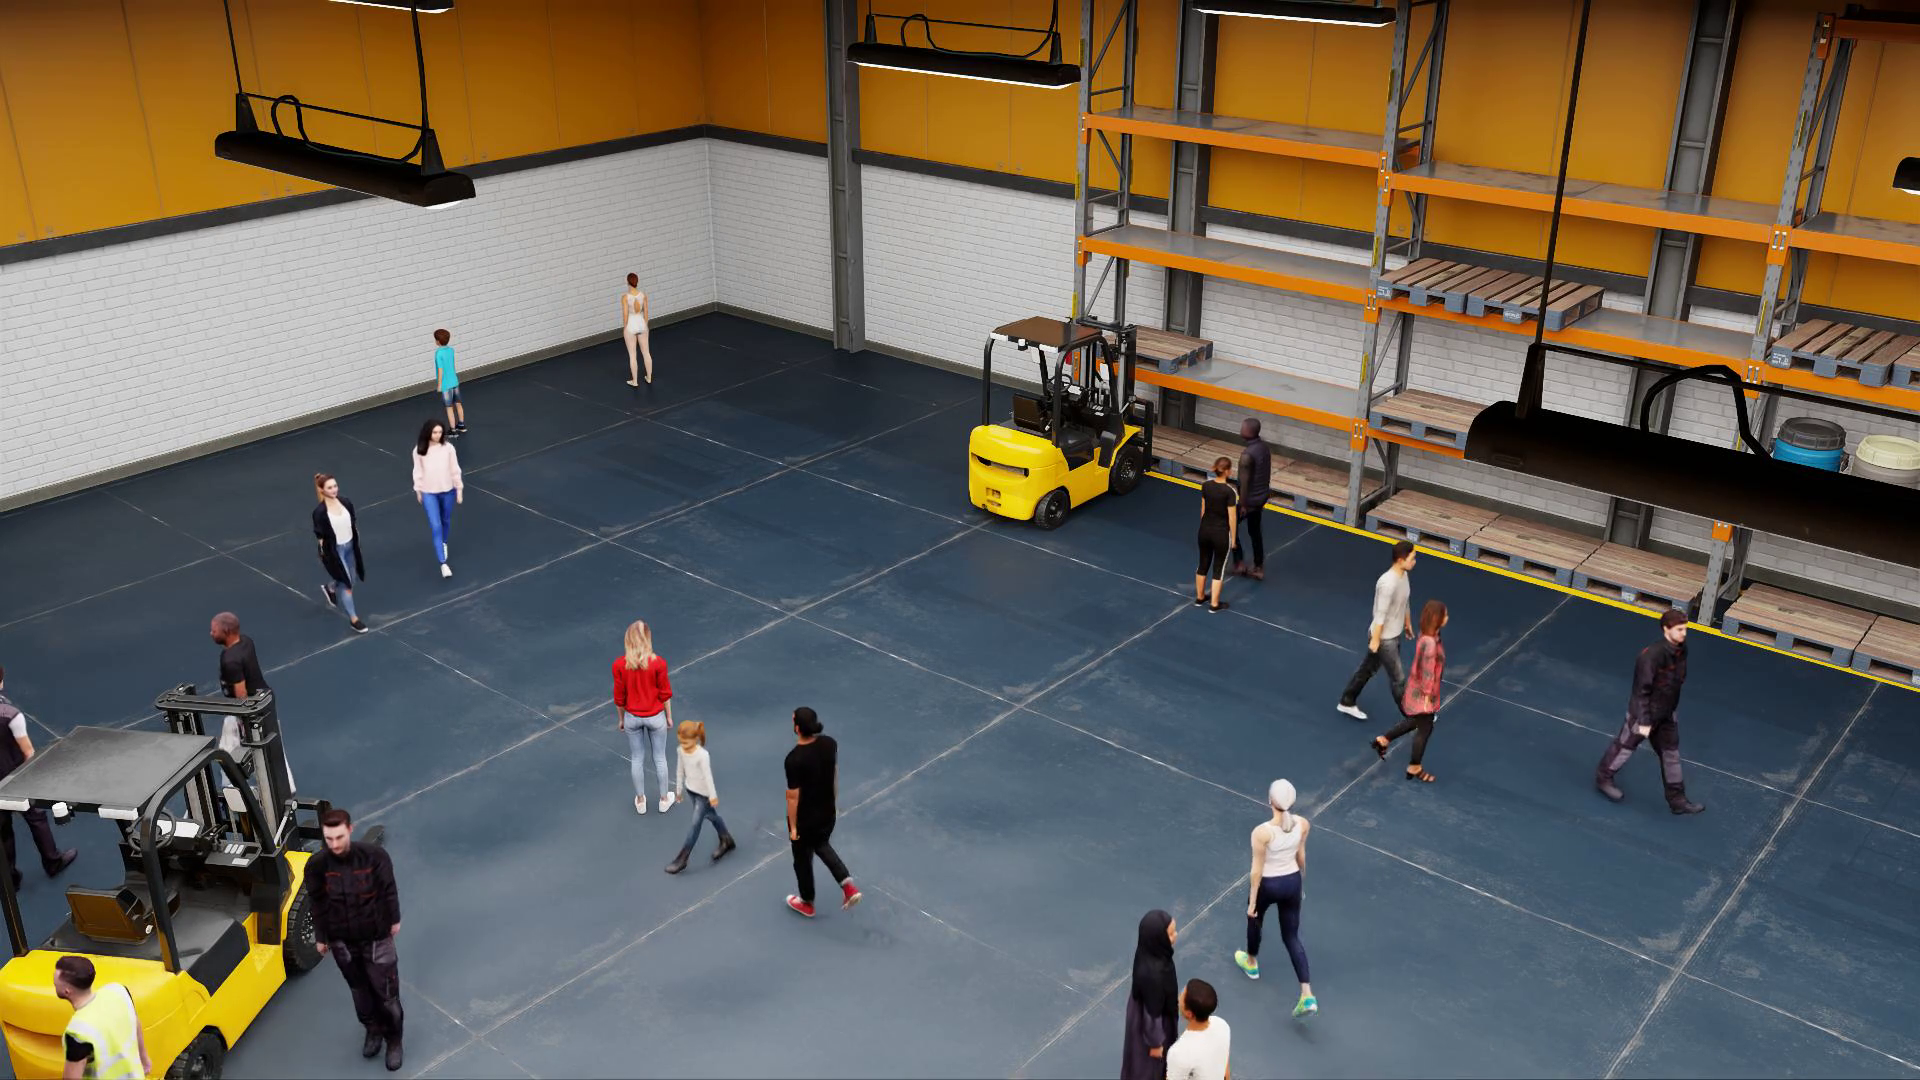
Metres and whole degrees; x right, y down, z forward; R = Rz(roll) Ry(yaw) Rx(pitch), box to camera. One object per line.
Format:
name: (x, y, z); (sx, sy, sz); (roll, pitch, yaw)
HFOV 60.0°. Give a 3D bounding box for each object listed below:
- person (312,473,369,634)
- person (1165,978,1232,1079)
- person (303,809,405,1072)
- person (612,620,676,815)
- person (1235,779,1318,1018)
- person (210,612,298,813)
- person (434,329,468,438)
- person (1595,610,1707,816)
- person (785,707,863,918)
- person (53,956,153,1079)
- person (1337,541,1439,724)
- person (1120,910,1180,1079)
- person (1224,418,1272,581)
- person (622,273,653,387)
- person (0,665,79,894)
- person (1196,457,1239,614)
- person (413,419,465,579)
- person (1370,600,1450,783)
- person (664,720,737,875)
person: (-6.273, 0.102, 16.674); (0.995, 1.665, 0.657); (17, 29, 33)
person: (1.388, 3.278, 9.298); (1.164, 1.756, 0.700); (16, 28, 32)
person: (-3.905, 2.523, 10.854); (0.859, 1.891, 0.916); (-3, 24, -7)
person: (-2.574, 1.447, 13.552); (0.674, 1.703, 0.737); (-2, 24, -4)
person: (2.206, 2.453, 11.291); (1.012, 1.670, 1.223); (-7, 25, -16)
person: (-5.715, 1.397, 13.569); (1.093, 1.780, 1.027); (-1, 24, -3)
person: (-6.756, -2.090, 21.961); (0.580, 1.449, 0.579); (8, 25, 17)
person: (5.582, 1.370, 13.617); (0.971, 1.792, 1.224); (-14, 27, -29)
person: (-1.027, 2.035, 12.156); (0.859, 1.743, 0.628); (18, 30, 36)
person: (-4.757, 3.169, 9.492); (1.232, 1.799, 1.140); (-1, 24, -1)
person: (3.710, 0.827, 14.885); (1.204, 1.771, 0.849); (13, 27, 26)
person: (1.174, 2.946, 10.235); (0.766, 1.612, 0.728); (3, 24, 6)
person: (3.159, -0.404, 17.641); (0.713, 1.819, 0.763); (16, 28, 32)
person: (-4.646, -3.031, 23.869); (0.592, 1.644, 0.542); (-17, 29, -34)
person: (-7.218, 1.815, 12.541); (0.863, 1.839, 0.922); (-3, 24, -7)
person: (2.617, -0.066, 17.056); (0.478, 1.668, 0.652); (22, 32, 40)
person: (-5.640, -0.498, 17.993); (1.030, 1.708, 1.268); (-8, 25, -18)
person: (3.802, 1.277, 13.957); (0.908, 1.690, 0.800); (5, 24, 11)
person: (-1.965, 1.939, 12.950); (0.833, 1.284, 0.595); (21, 31, 39)
